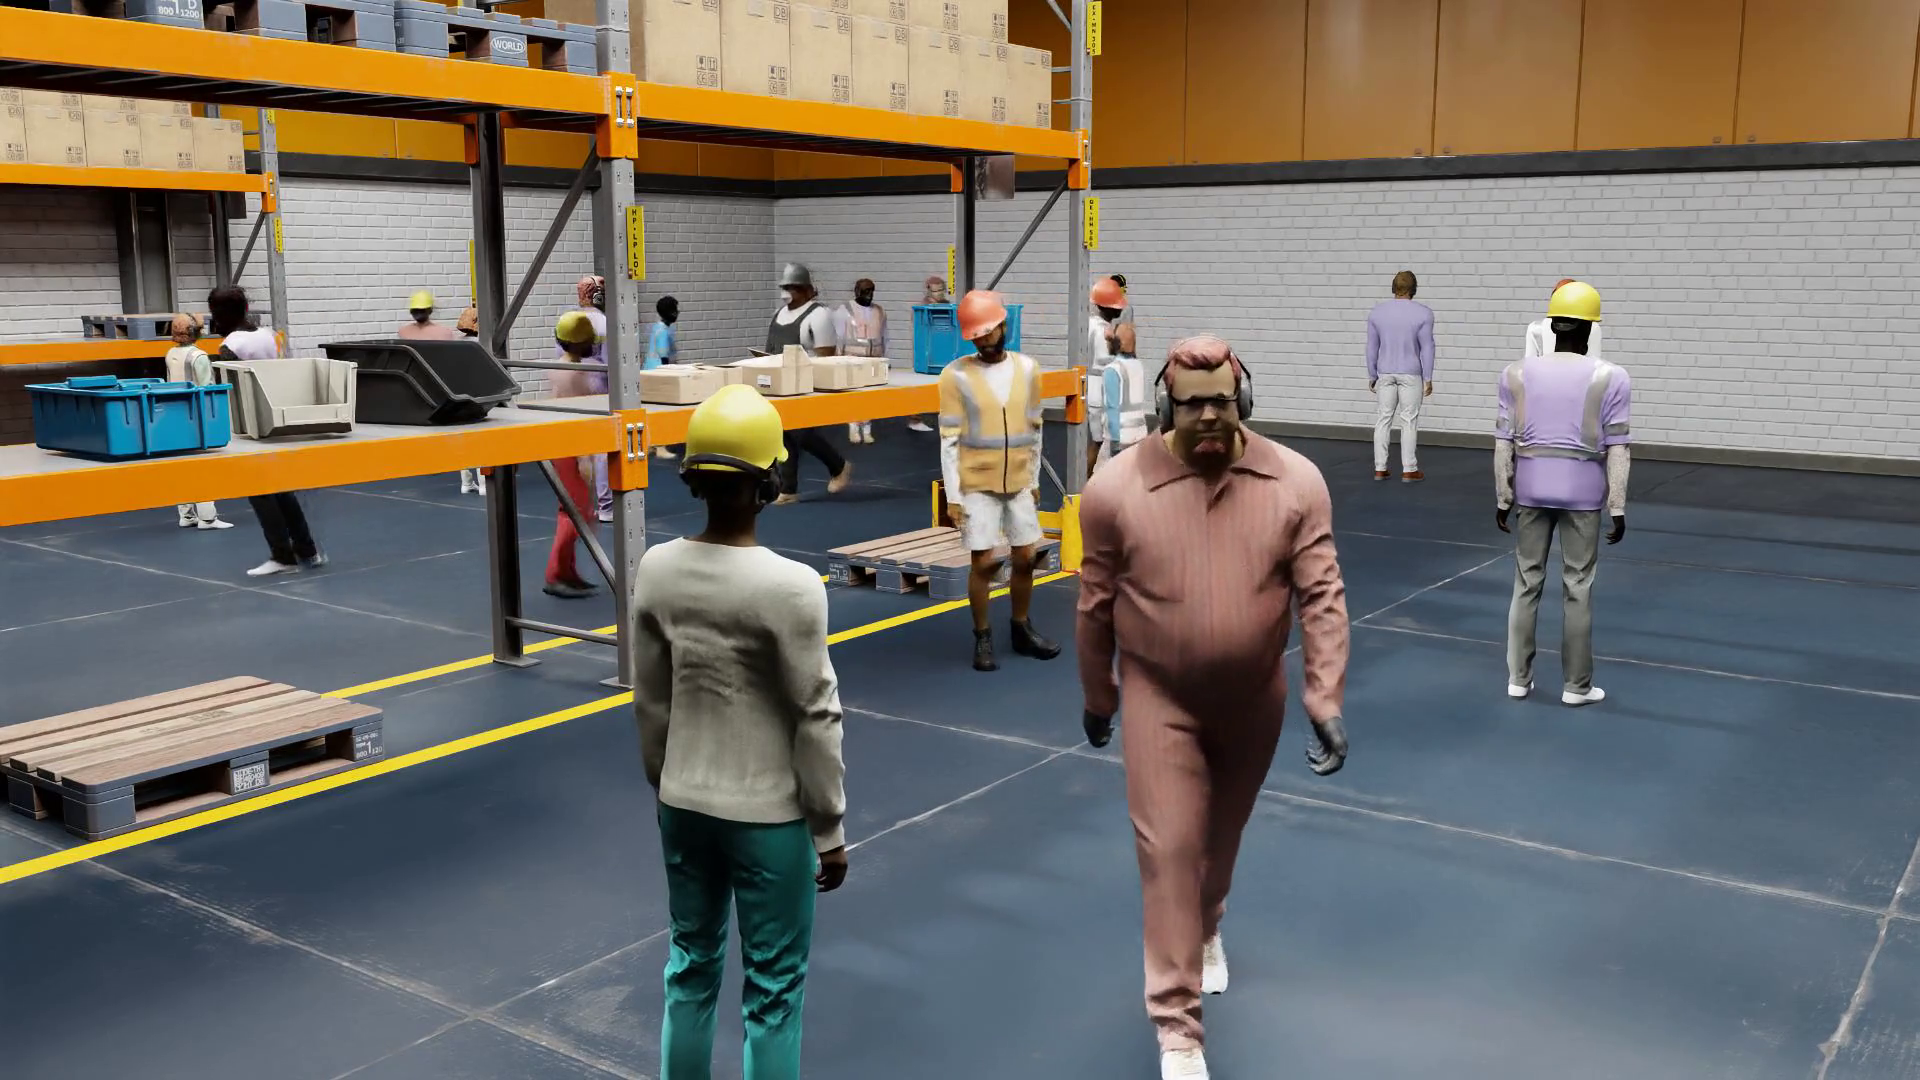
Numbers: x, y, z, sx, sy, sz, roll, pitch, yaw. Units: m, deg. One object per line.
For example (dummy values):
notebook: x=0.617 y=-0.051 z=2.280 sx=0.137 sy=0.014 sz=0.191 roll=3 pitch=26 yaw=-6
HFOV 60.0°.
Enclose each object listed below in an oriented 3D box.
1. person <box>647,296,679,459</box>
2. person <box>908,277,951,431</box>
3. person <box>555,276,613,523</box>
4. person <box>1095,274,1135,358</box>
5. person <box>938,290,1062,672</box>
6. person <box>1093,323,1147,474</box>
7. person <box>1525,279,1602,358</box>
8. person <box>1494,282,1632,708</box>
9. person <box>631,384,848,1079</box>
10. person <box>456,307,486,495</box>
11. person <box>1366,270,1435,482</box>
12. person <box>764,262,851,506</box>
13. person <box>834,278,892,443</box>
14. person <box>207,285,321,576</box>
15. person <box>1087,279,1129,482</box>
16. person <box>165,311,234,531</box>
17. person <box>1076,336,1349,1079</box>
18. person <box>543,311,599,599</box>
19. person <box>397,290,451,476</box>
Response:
person: x=-3.080 y=-1.656 z=17.035 sx=0.429 sy=1.662 sz=0.589 roll=-2 pitch=10 yaw=-13
person: x=-0.293 y=-2.154 z=19.484 sx=0.671 sy=1.843 sz=0.846 roll=-7 pitch=12 yaw=-37
person: x=-2.818 y=-1.086 z=12.903 sx=0.651 sy=1.907 sz=0.409 roll=7 pitch=12 yaw=34
person: x=1.754 y=-2.045 z=18.725 sx=0.531 sy=1.870 sz=0.316 roll=7 pitch=12 yaw=34
person: x=0.184 y=-0.279 z=8.157 sx=0.626 sy=1.887 sz=0.499 roll=-4 pitch=10 yaw=-23
person: x=1.131 y=-0.728 z=11.711 sx=0.864 sy=1.590 sz=0.547 roll=6 pitch=12 yaw=34
person: x=4.635 y=-1.059 z=12.809 sx=0.584 sy=1.883 sz=0.345 roll=7 pitch=12 yaw=34
person: x=2.736 y=-0.202 z=7.576 sx=0.594 sy=1.926 sz=0.367 roll=7 pitch=12 yaw=34
person: x=-0.454 y=0.560 z=3.509 sx=0.533 sy=1.772 sz=0.298 roll=7 pitch=12 yaw=34
person: x=-4.188 y=-1.203 z=14.413 sx=0.507 sy=1.632 sz=0.275 roll=7 pitch=12 yaw=34
person: x=4.044 y=-1.500 z=15.272 sx=0.635 sy=1.939 sz=0.360 roll=7 pitch=12 yaw=34
person: x=-1.324 y=-1.305 z=13.808 sx=0.698 sy=2.000 sz=0.692 roll=-9 pitch=13 yaw=-42
person: x=-1.056 y=-1.968 z=18.387 sx=0.659 sy=1.828 sz=0.479 roll=-6 pitch=11 yaw=-31
person: x=-4.489 y=-0.696 z=10.680 sx=0.452 sy=1.874 sz=0.652 roll=0 pitch=10 yaw=2
person: x=1.127 y=-1.124 z=13.210 sx=0.405 sy=1.882 sz=0.654 roll=0 pitch=10 yaw=1
person: x=-5.758 y=-0.889 z=12.510 sx=0.522 sy=1.645 sz=0.305 roll=7 pitch=12 yaw=34
person: x=0.628 y=0.401 z=4.262 sx=0.638 sy=1.842 sz=1.057 roll=-1 pitch=10 yaw=-5
person: x=-2.374 y=-0.511 z=10.050 sx=0.384 sy=1.726 sz=0.560 roll=-3 pitch=10 yaw=-19
person: x=-5.054 y=-1.483 z=15.755 sx=0.525 sy=1.750 sz=0.440 roll=0 pitch=10 yaw=0
